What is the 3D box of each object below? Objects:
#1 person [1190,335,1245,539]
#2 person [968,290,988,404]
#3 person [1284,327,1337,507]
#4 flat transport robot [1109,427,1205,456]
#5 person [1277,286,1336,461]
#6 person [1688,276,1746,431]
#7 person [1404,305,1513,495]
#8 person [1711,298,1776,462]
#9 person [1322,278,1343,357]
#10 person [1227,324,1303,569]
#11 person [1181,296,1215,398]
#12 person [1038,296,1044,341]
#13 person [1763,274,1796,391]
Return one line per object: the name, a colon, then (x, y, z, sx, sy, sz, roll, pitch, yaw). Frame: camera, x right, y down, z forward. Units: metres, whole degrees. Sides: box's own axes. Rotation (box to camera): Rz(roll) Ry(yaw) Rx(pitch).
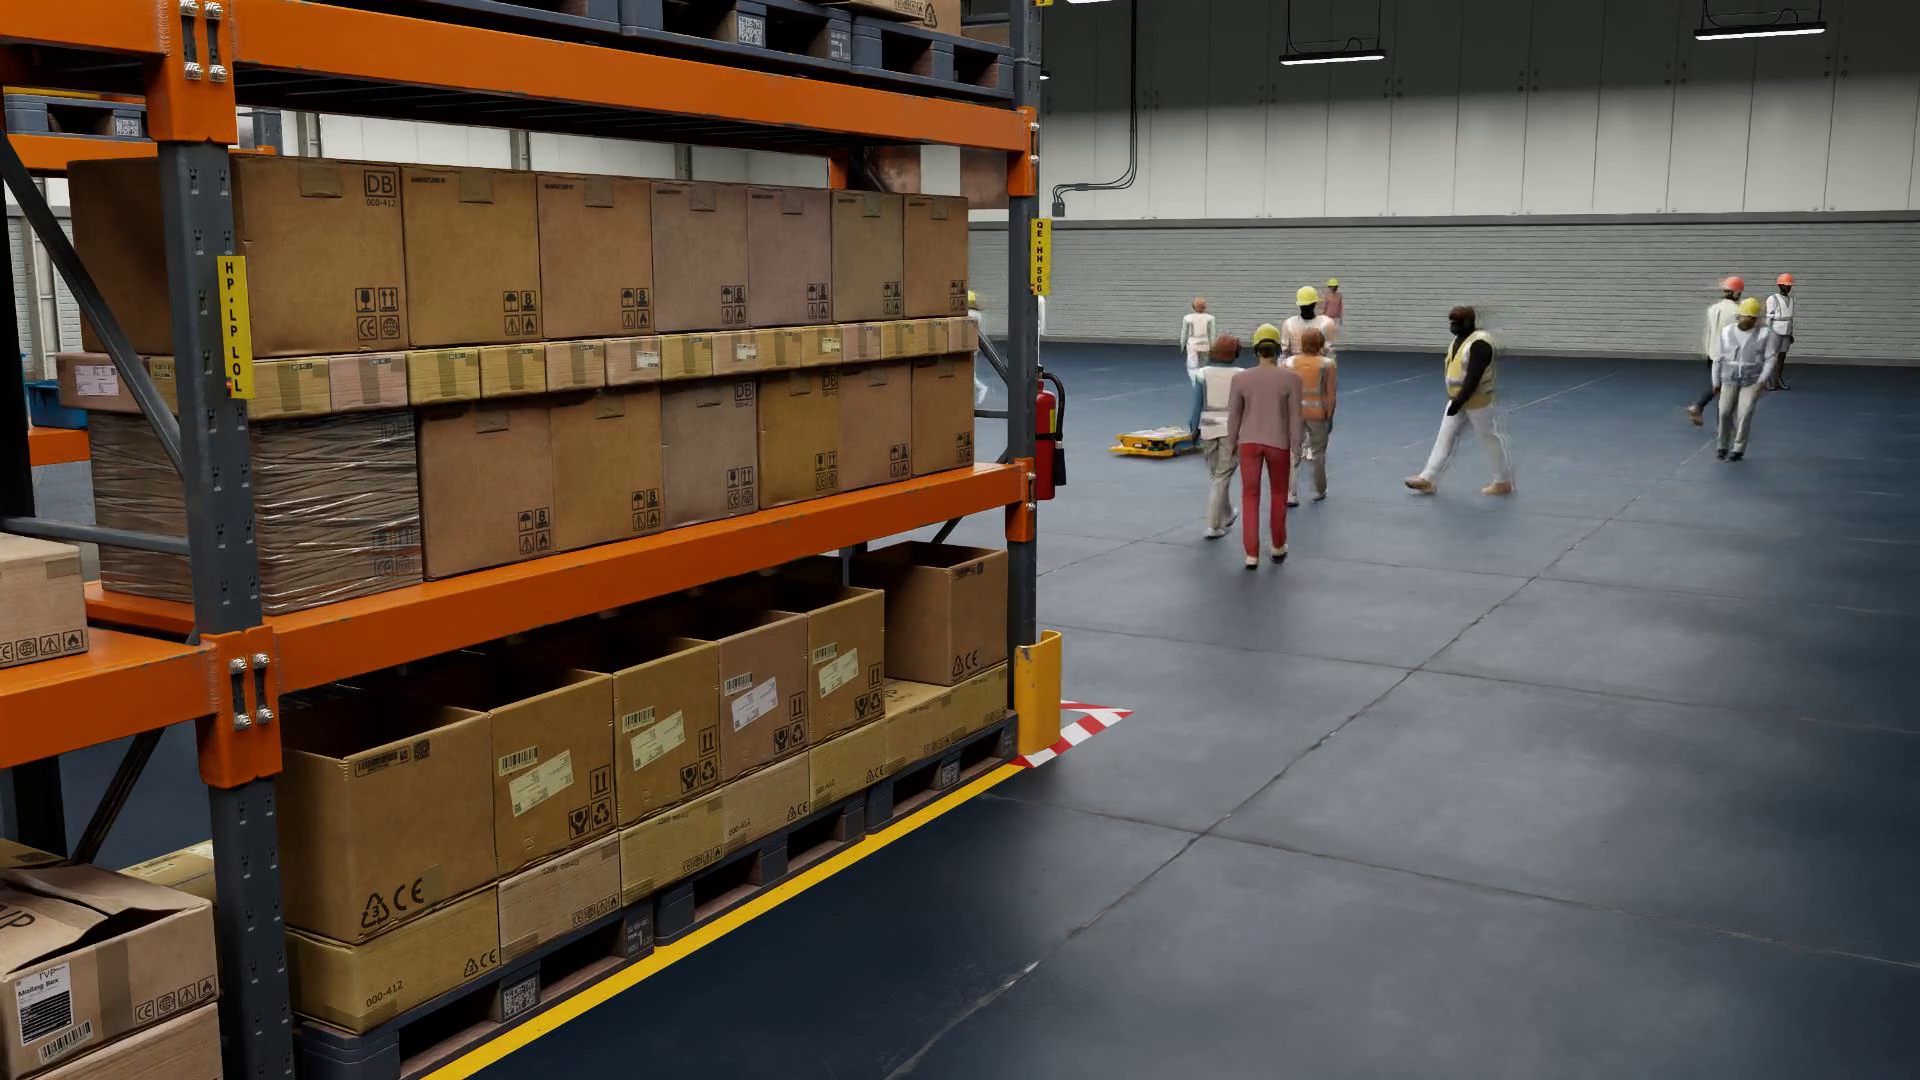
person: (2.151, -0.835, 13.301, 0.544, 1.592, 0.835, 6, 12, 33)
person: (0.182, -2.815, 24.524, 0.532, 1.733, 0.487, 7, 12, 34)
person: (3.120, -1.105, 14.910, 0.518, 1.594, 0.858, 4, 11, 24)
flat transport robot: (2.352, -1.127, 18.910, 0.652, 0.197, 1.431, 7, 12, 37)
person: (3.753, -1.805, 18.120, 0.608, 1.900, 0.586, 6, 12, 33)
person: (9.677, -2.353, 21.092, 0.577, 1.977, 0.622, -2, 10, -14)
person: (4.719, -1.283, 15.450, 1.040, 1.779, 0.616, -2, 10, -13)
person: (8.472, -1.724, 18.020, 0.626, 1.781, 0.576, 7, 12, 35)
person: (8.230, -4.942, 36.918, 0.534, 1.745, 0.583, -5, 11, -27)
person: (2.211, -0.688, 12.064, 0.545, 1.729, 0.824, 3, 10, 15)
person: (3.654, -2.917, 25.457, 0.524, 1.611, 0.730, -1, 10, -6)
person: (1.167, -3.581, 28.687, 0.577, 1.832, 0.980, -1, 10, -7)
person: (13.627, -3.442, 27.591, 0.552, 1.936, 0.358, -3, 10, -19)
